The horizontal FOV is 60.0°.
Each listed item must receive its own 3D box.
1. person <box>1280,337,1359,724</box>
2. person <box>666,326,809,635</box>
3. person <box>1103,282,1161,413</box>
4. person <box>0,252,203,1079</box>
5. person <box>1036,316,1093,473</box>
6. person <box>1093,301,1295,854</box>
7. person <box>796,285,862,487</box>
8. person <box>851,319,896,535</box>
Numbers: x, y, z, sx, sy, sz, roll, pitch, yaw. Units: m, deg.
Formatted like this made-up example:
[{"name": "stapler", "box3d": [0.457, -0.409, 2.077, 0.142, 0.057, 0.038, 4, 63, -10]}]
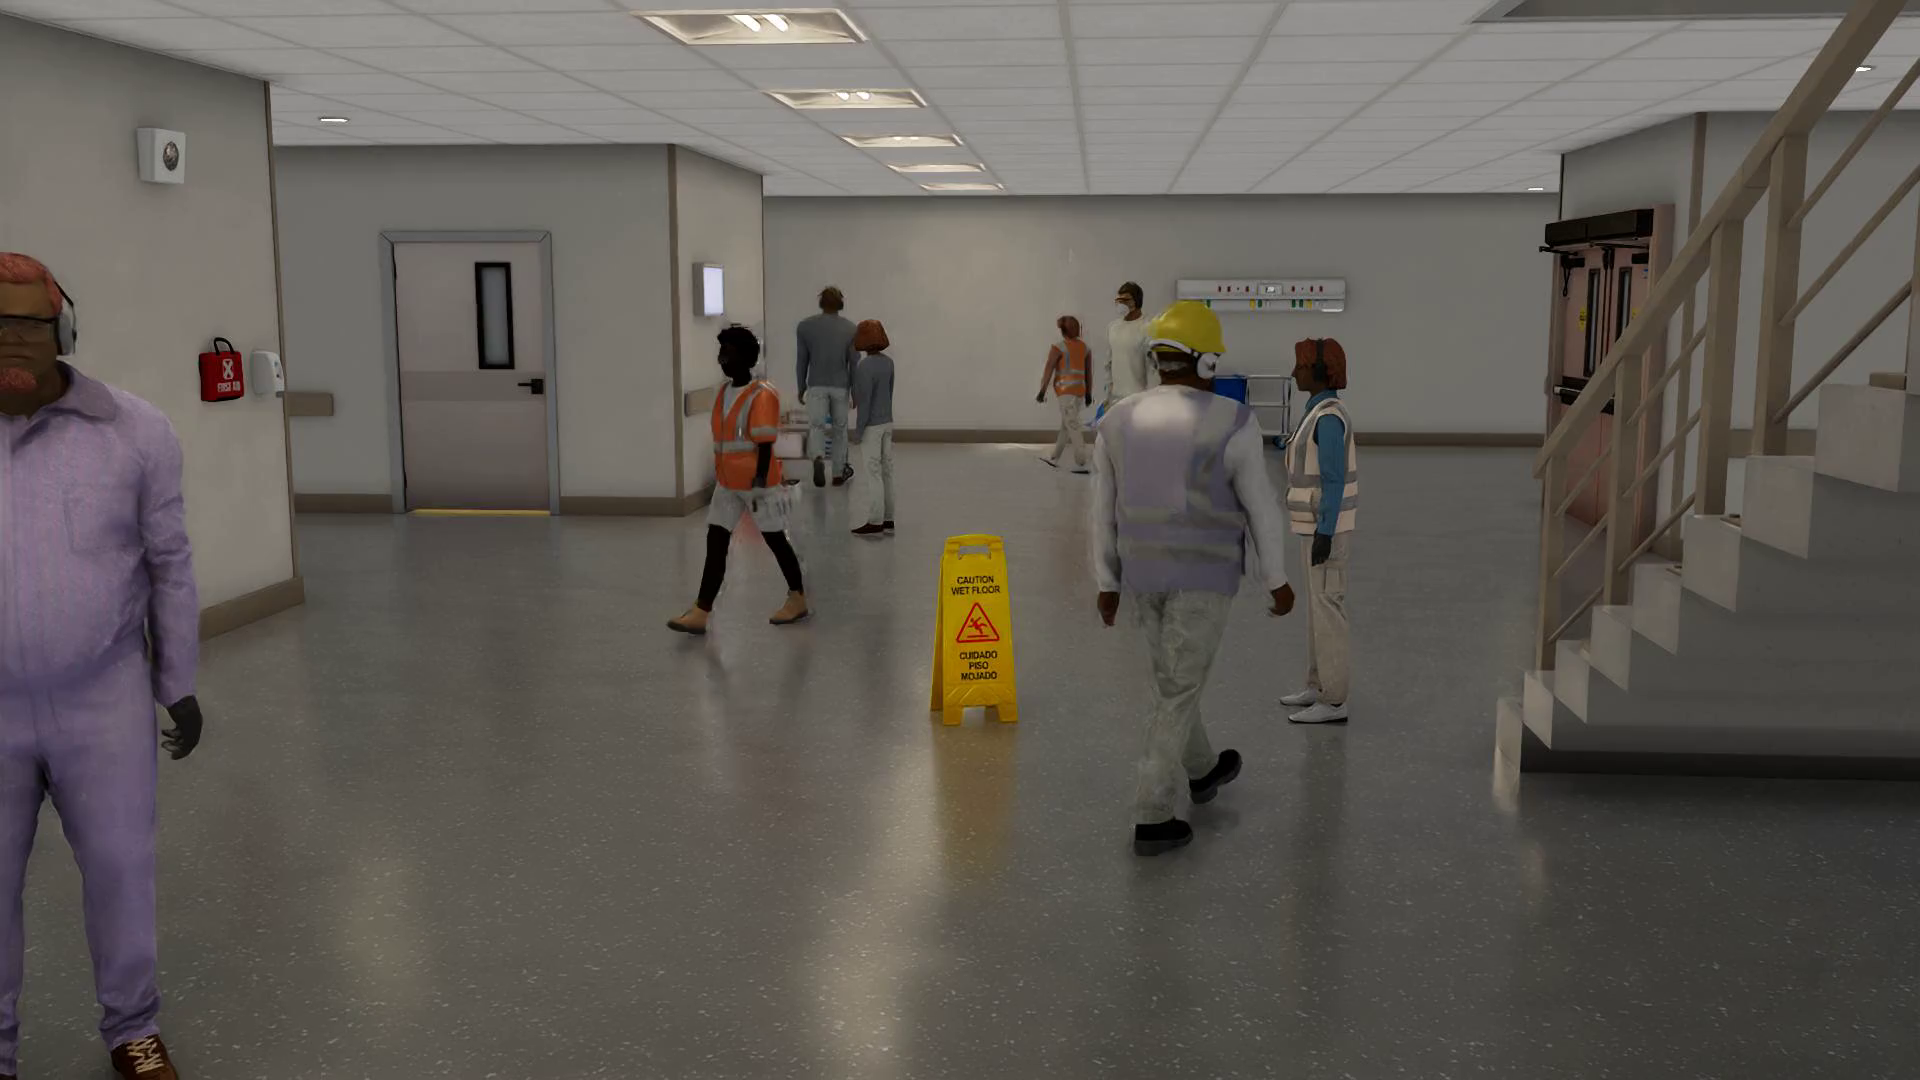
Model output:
[{"name": "person", "box3d": [1.534, -0.040, 7.091, 0.311, 1.639, 0.521, 1, 8, 6]}, {"name": "person", "box3d": [-1.168, -0.319, 8.955, 0.546, 1.648, 0.896, 8, 12, 44]}, {"name": "person", "box3d": [1.444, -1.186, 13.928, 0.368, 1.932, 0.622, -6, 10, -35]}, {"name": "person", "box3d": [-2.008, 0.339, 3.619, 0.661, 1.906, 0.400, -5, 10, -28]}, {"name": "person", "box3d": [1.062, -1.497, 17.133, 0.515, 1.596, 0.848, -7, 11, -41]}, {"name": "person", "box3d": [0.803, 0.102, 5.616, 0.609, 1.788, 0.918, 7, 11, 40]}, {"name": "person", "box3d": [-1.223, -1.424, 15.576, 0.631, 1.918, 0.776, 0, 8, -3]}, {"name": "person", "box3d": [-0.661, -0.855, 12.652, 0.278, 1.634, 0.498, 4, 9, 24]}]
